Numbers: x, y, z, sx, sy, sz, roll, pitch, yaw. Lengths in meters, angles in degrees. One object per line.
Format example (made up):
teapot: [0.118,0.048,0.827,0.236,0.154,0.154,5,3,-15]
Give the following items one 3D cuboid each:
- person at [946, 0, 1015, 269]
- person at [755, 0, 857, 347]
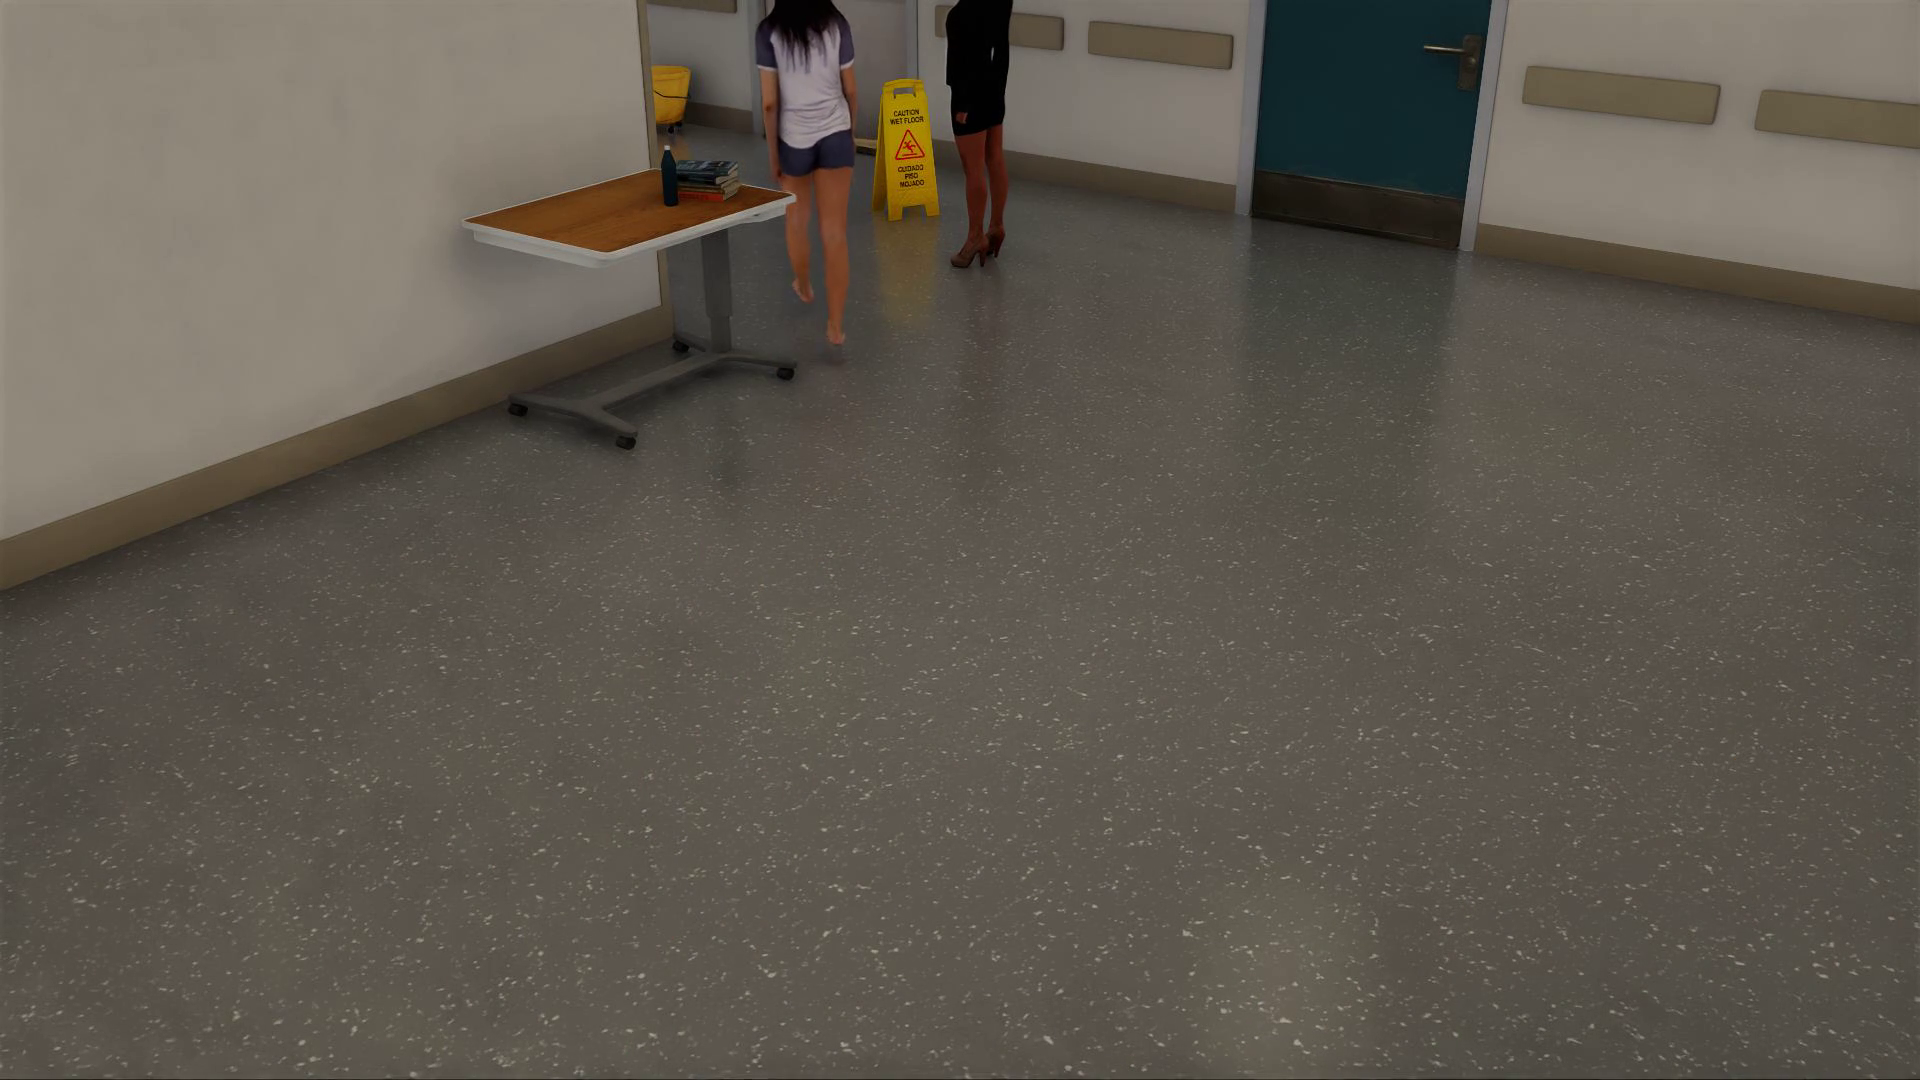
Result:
person: [0.100,-2.211,8.418,0.626,1.640,0.567,15,30,28]
person: [-0.619,-1.656,7.237,1.137,1.666,1.203,-5,26,-9]
